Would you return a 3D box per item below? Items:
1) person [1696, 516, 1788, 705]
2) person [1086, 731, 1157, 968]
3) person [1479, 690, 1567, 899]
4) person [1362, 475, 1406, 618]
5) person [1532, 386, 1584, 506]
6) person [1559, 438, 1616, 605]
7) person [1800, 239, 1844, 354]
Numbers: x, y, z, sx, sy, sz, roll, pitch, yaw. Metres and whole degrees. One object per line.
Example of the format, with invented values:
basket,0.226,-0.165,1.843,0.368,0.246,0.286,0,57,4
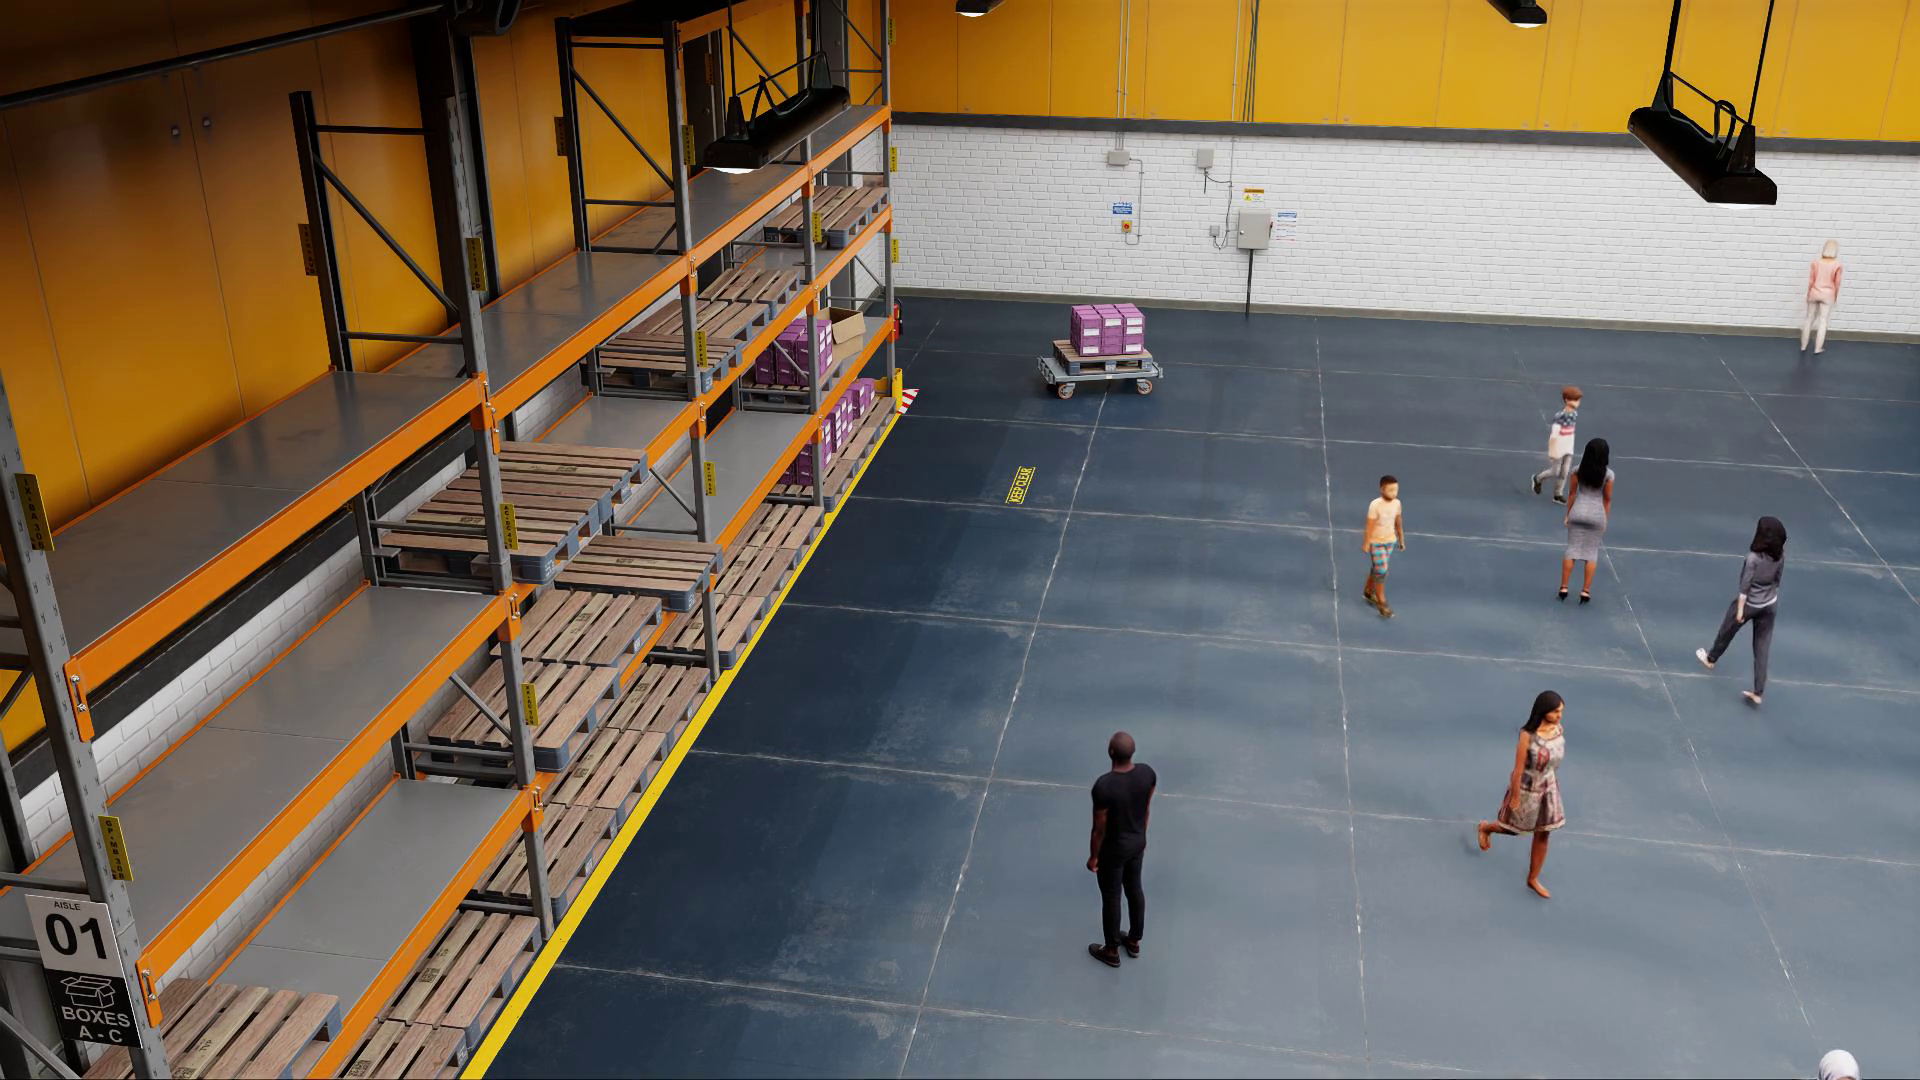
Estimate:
person,7.270,0.675,15.087,0.889,1.714,1.229,-4,24,-10
person,1.121,2.147,11.588,0.749,1.819,0.788,-13,27,-28
person,4.253,1.851,12.506,0.951,1.627,1.092,-10,26,-22
person,4.252,0.004,16.963,0.822,1.440,0.931,-12,26,-25
person,7.033,-1.127,19.561,0.763,1.432,0.838,-13,27,-27
person,6.408,-0.194,16.994,0.643,1.779,0.645,14,27,29
person,12.976,-3.682,25.041,0.678,1.725,0.675,17,29,33
